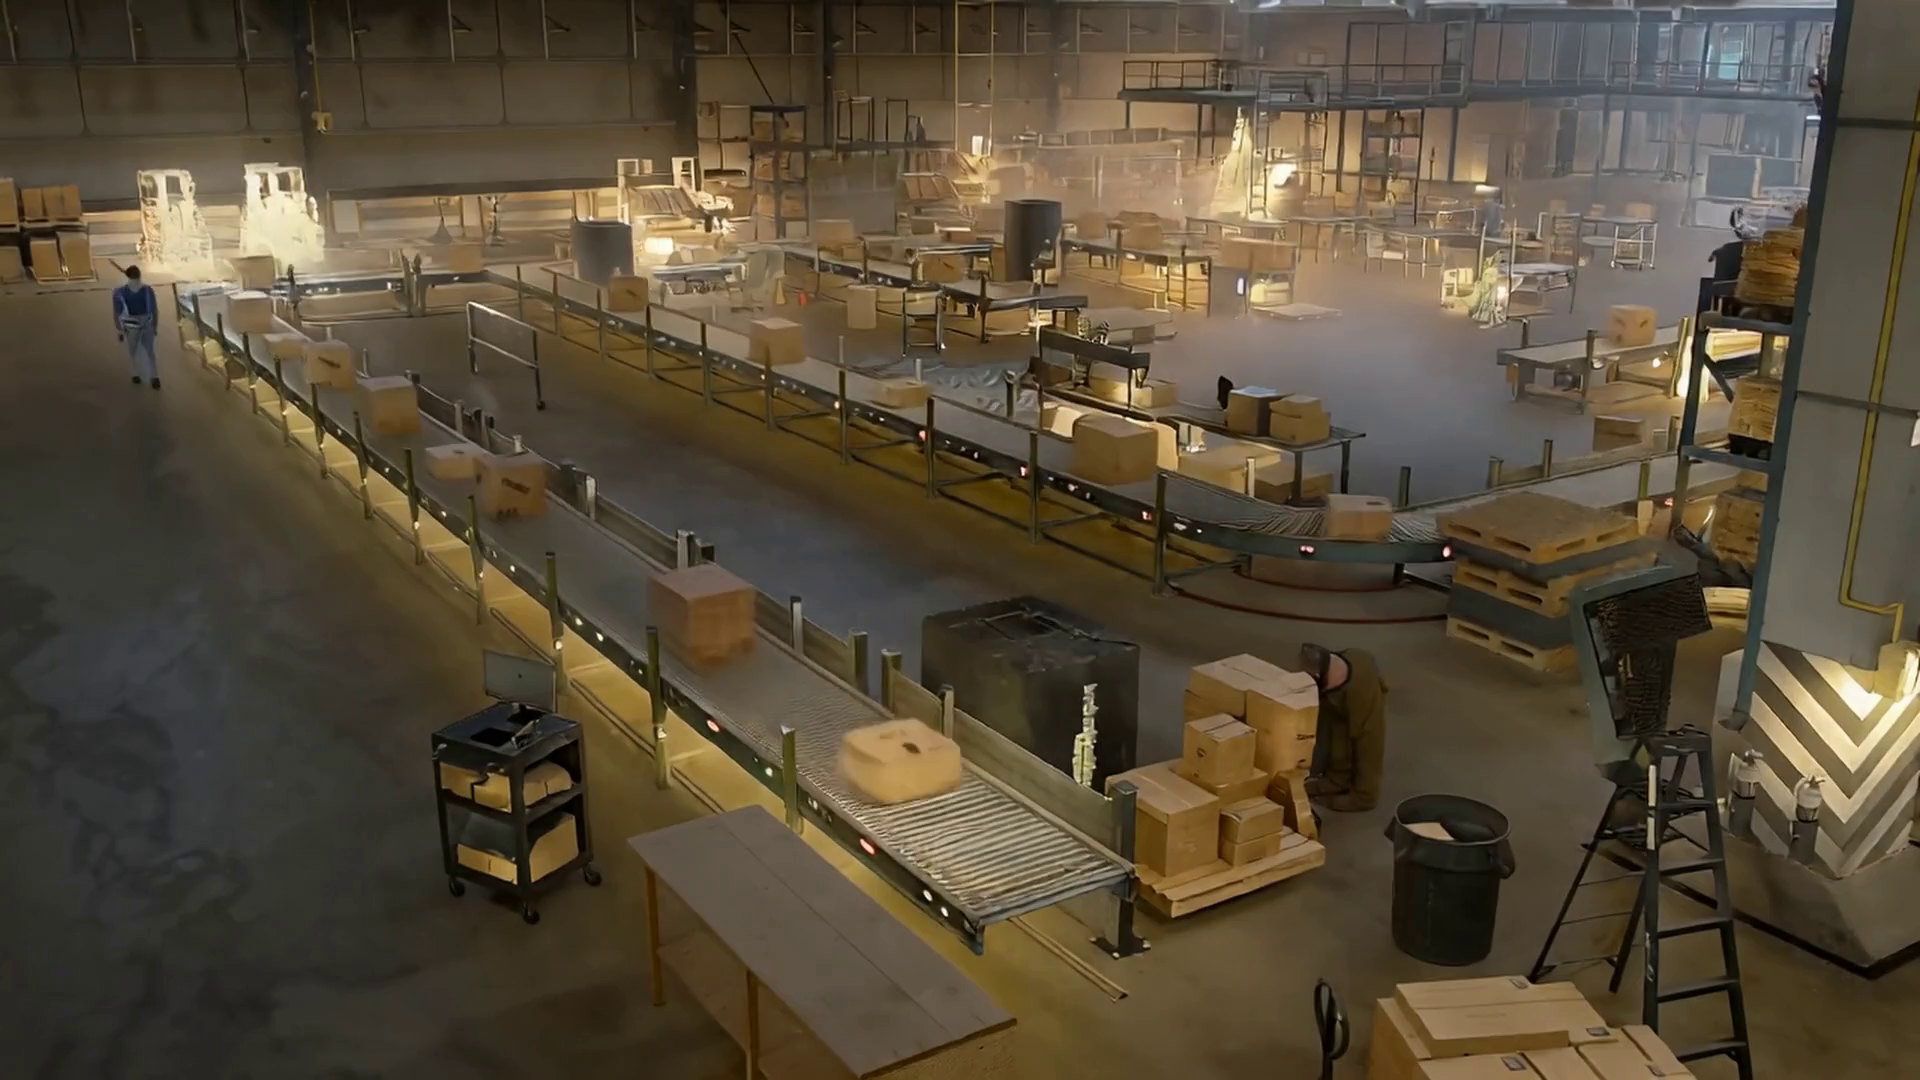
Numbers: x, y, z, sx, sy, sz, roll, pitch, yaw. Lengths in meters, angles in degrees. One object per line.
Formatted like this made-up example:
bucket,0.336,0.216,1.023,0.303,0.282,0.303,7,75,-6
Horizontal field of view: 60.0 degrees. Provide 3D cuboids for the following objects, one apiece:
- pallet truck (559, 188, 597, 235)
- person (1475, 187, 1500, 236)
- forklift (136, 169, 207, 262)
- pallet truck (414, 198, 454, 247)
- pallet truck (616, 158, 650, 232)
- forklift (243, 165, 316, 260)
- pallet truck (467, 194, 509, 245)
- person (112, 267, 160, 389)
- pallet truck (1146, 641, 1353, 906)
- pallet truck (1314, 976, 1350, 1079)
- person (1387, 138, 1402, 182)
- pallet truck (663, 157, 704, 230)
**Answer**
pallet truck,-10.010,-8.652,43.699,0.653,1.274,1.630,-10,20,-31
person,11.998,-7.146,37.906,0.526,1.762,0.336,14,22,39
forklift,-17.842,-7.318,37.559,1.157,1.987,2.680,-10,20,-31
pallet truck,-13.250,-8.060,41.856,0.680,1.201,1.601,-10,20,-31
pallet truck,-8.918,-9.176,44.255,0.823,1.965,1.885,-9,19,-27
forklift,-15.898,-7.669,38.708,1.157,1.987,2.680,-11,20,-33
pallet truck,-11.983,-8.177,42.137,0.704,1.261,1.522,-11,20,-33
person,-12.120,-3.126,24.500,0.605,1.786,0.954,-11,20,-33
pallet truck,1.664,1.407,10.232,1.630,1.274,0.653,-10,20,-31
pallet truck,2.299,2.390,7.086,1.601,1.201,0.680,-2,17,-7
person,15.687,-13.807,59.916,0.578,1.860,0.791,-10,20,-31
pallet truck,-7.586,-9.308,44.692,0.823,1.965,1.885,-11,20,-33
